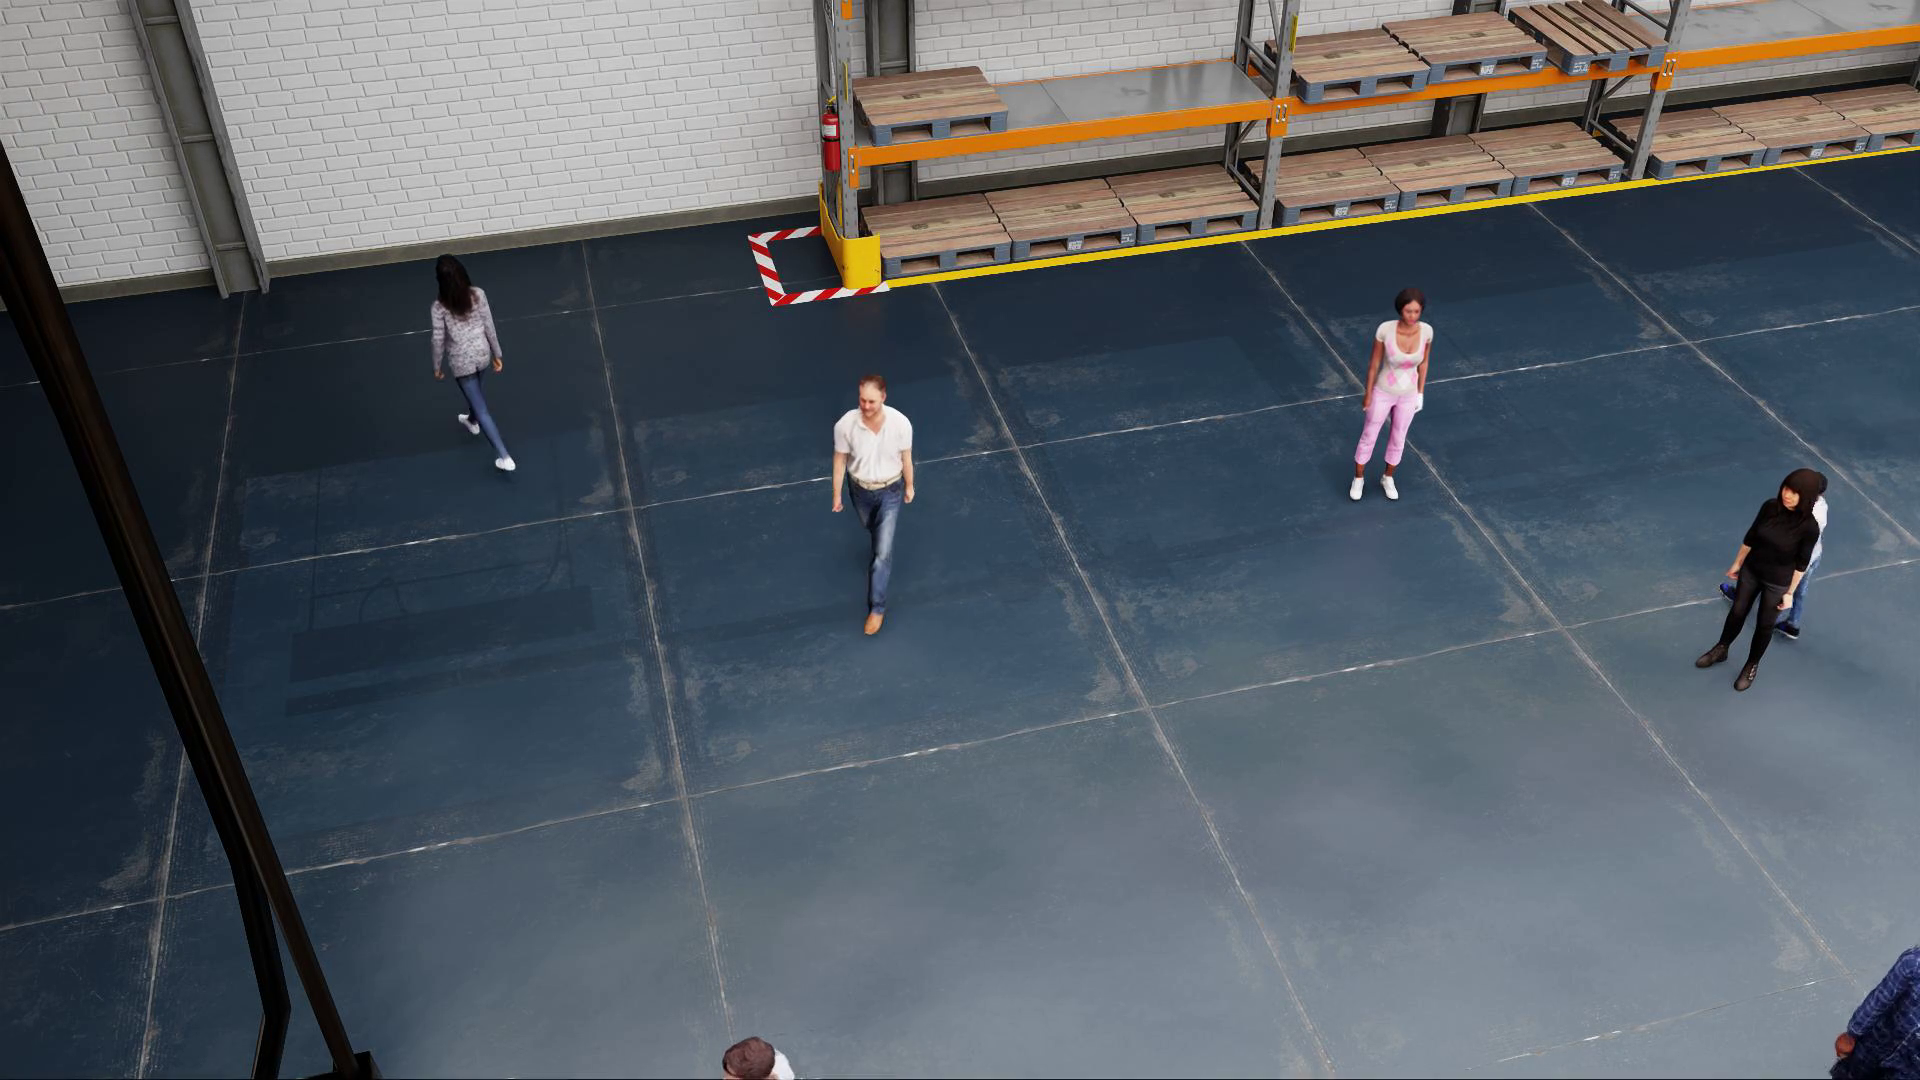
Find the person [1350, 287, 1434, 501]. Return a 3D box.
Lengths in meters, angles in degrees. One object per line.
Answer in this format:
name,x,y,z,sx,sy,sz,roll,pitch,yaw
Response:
person,3.139,-1.053,12.037,0.535,1.742,0.699,0,39,0

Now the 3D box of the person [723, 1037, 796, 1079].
person,-0.739,2.713,7.249,0.845,1.831,0.727,-4,39,-5

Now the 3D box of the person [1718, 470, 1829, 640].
person,5.569,0.129,10.969,0.825,1.226,0.717,-25,45,-27

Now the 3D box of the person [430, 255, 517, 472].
person,-3.610,-1.279,12.366,1.214,1.684,1.059,-28,47,-31

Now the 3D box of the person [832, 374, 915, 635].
person,-0.548,-0.393,11.155,1.298,1.811,1.104,6,39,7

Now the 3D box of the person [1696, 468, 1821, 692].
person,5.114,0.223,10.520,0.620,1.642,0.649,-25,45,-28
